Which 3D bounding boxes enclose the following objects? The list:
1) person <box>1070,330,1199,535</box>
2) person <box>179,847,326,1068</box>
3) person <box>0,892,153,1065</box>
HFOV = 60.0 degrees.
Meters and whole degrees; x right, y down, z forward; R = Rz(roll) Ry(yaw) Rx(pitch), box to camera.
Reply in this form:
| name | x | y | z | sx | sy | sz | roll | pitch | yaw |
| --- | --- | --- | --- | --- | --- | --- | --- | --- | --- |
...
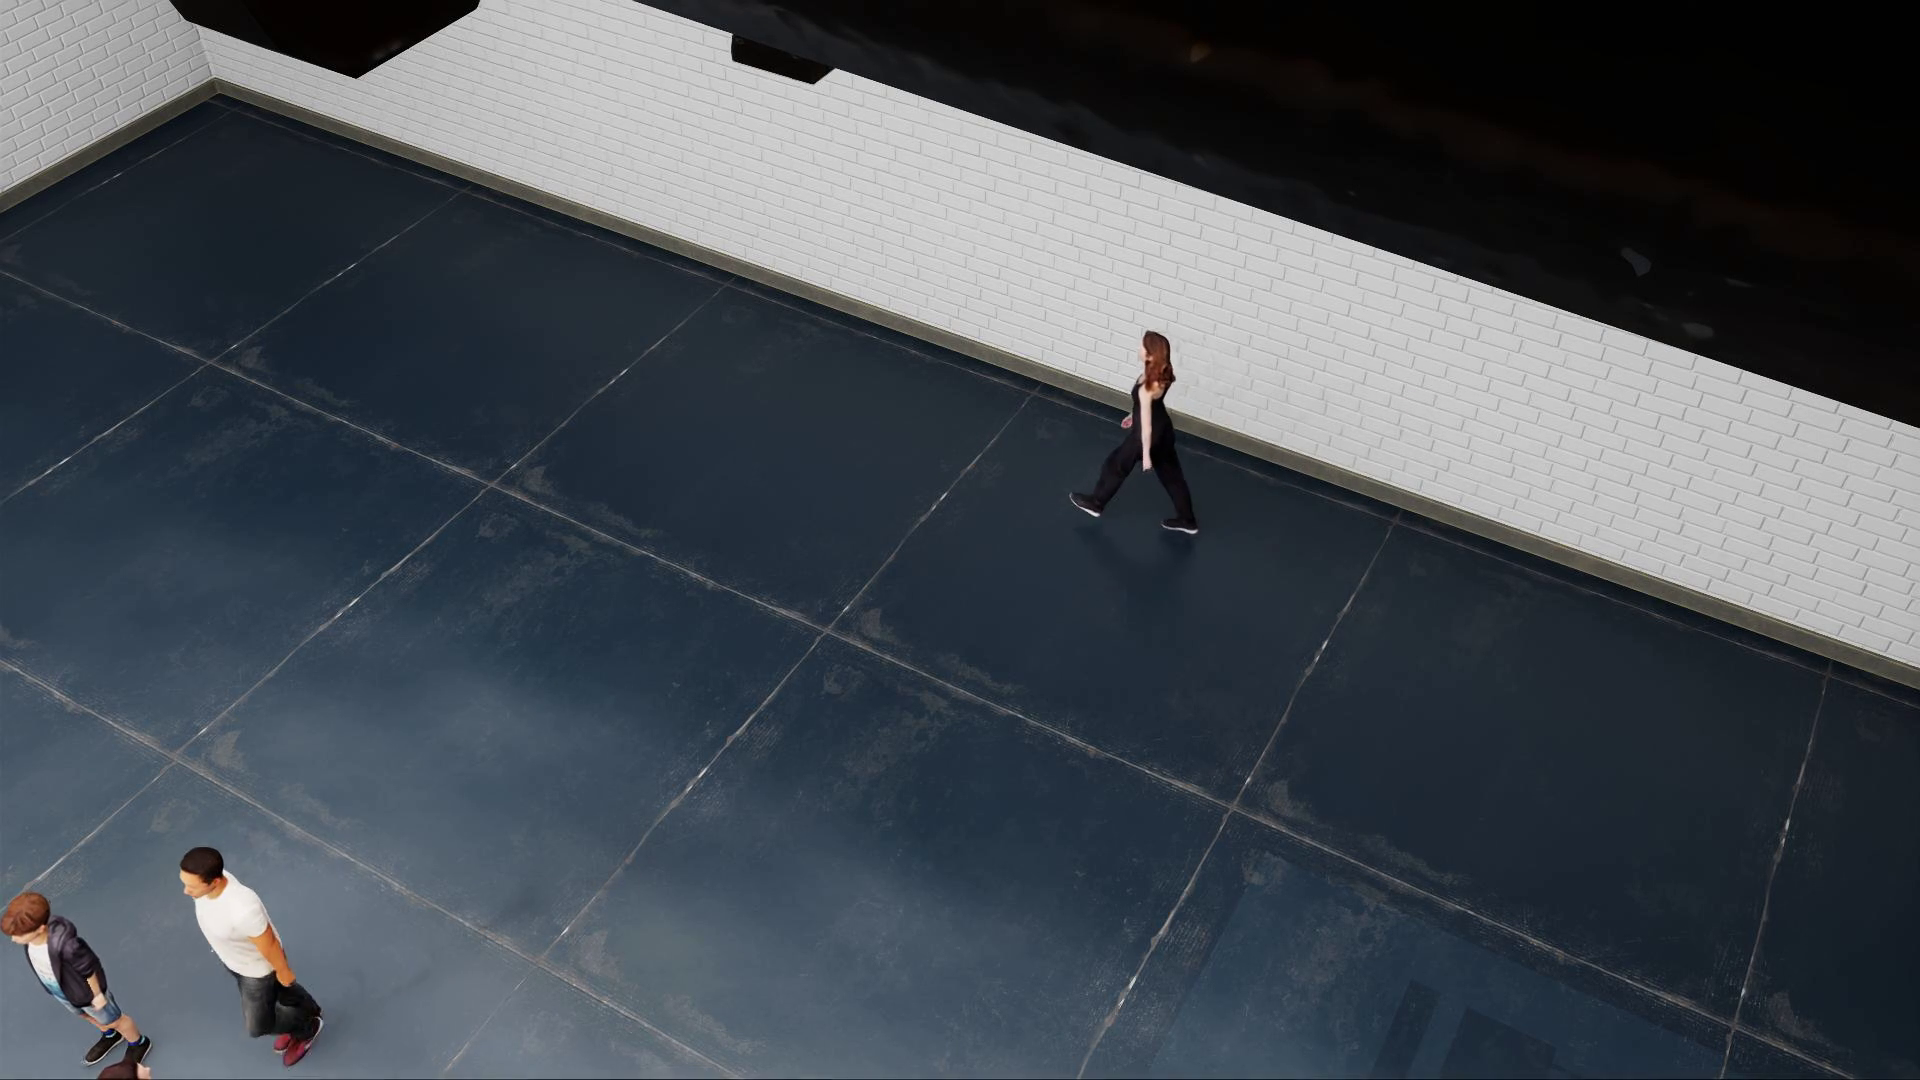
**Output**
| name | x | y | z | sx | sy | sz | roll | pitch | yaw |
| --- | --- | --- | --- | --- | --- | --- | --- | --- | --- |
| person | 1.409 | -0.691 | 11.521 | 0.730 | 1.691 | 1.135 | 17 | 46 | 17 |
| person | -3.554 | 2.077 | 8.553 | 0.716 | 1.788 | 0.675 | 30 | 51 | 28 |
| person | -4.562 | 2.279 | 8.582 | 0.557 | 1.445 | 0.531 | 16 | 46 | 16 |
